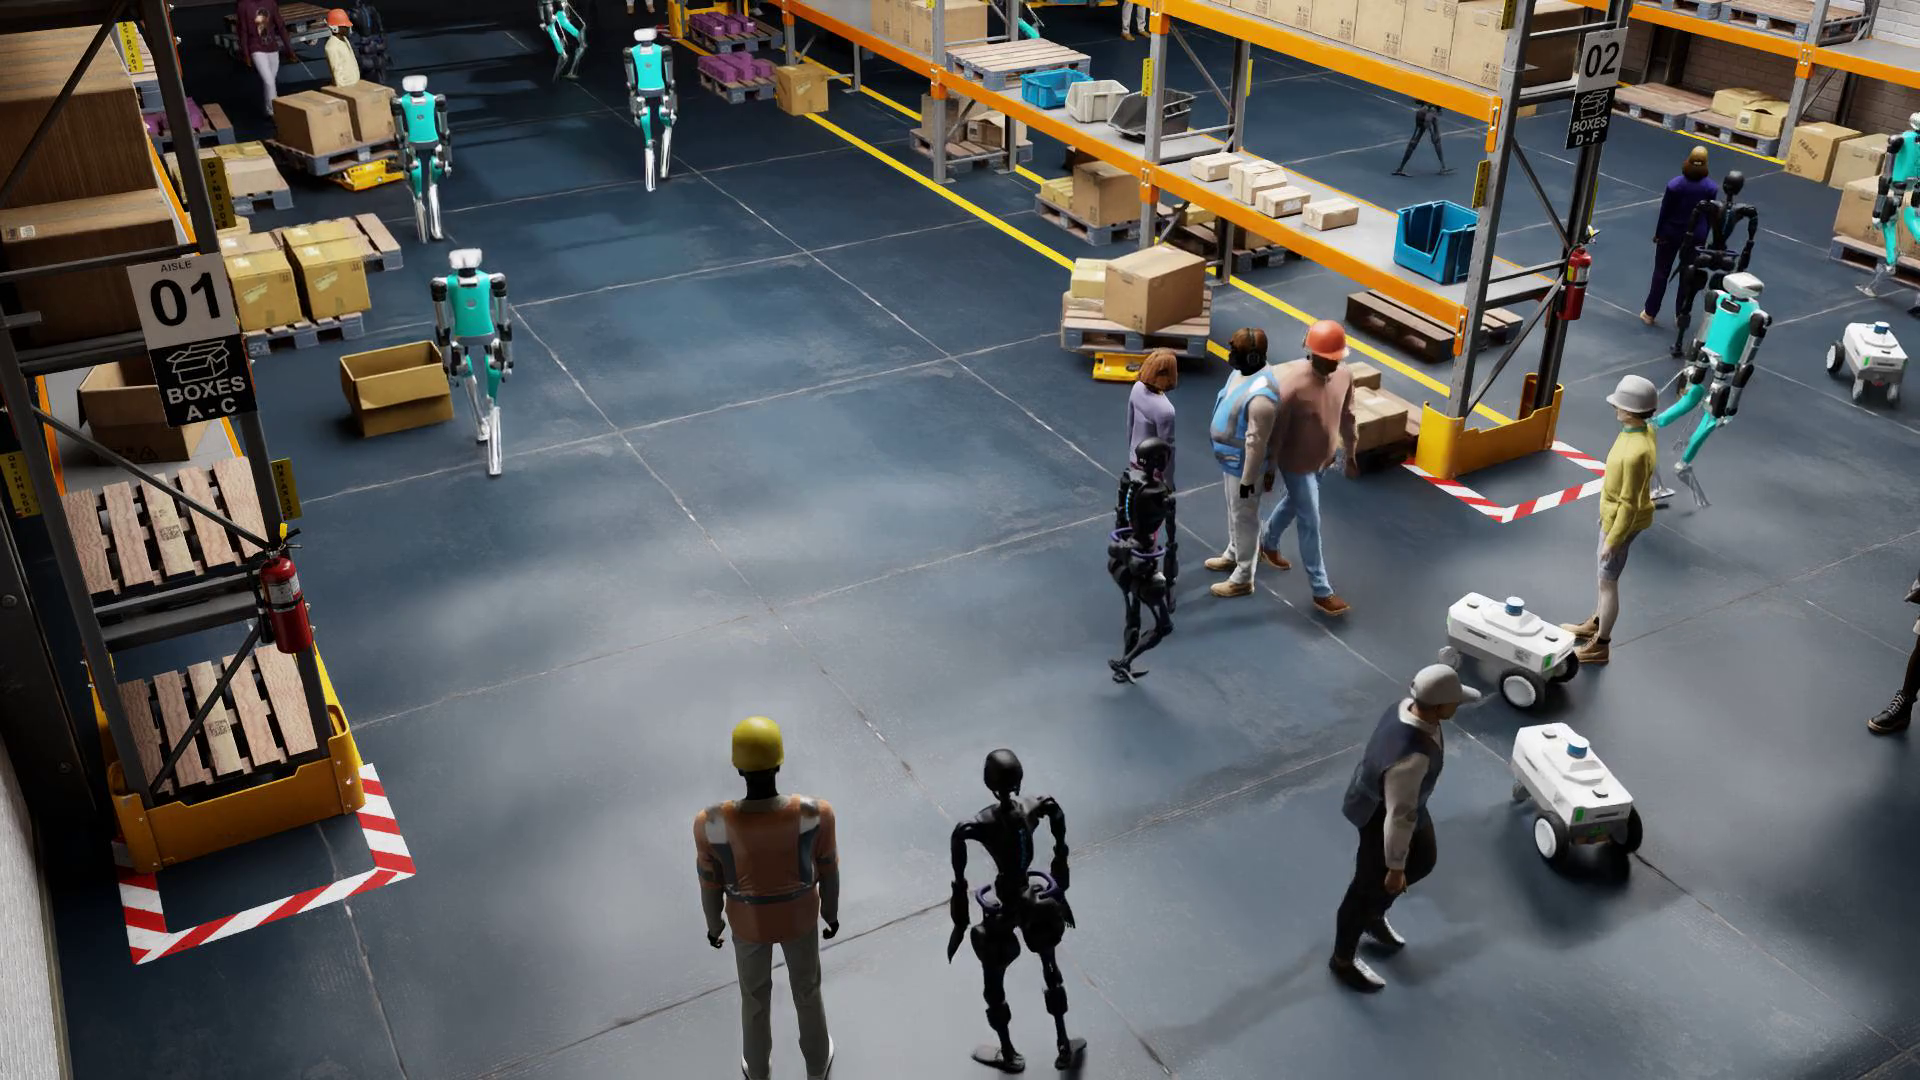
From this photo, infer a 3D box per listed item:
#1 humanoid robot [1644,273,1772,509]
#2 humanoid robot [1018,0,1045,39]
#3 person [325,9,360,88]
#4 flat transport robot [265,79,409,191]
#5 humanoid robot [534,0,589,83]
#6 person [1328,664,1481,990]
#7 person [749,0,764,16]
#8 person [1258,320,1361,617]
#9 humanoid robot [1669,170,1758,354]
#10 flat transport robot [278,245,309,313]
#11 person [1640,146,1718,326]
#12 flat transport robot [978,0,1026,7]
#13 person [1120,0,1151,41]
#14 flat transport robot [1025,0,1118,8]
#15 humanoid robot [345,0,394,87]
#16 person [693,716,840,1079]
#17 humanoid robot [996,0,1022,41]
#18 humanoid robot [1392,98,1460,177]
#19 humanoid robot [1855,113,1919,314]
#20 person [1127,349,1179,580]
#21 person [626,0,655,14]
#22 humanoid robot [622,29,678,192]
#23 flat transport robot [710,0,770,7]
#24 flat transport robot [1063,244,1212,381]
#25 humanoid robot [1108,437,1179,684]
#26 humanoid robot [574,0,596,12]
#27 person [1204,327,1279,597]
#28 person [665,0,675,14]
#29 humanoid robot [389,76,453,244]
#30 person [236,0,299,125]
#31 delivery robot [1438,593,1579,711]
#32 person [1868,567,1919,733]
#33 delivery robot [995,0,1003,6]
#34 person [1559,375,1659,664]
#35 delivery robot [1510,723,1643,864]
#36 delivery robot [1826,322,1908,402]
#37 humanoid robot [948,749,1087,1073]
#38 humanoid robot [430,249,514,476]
[{"bbox_3d":[5.115,-0.972,11.662,0.827,1.798,0.543,-11,32,-19],"label":"humanoid robot"},{"bbox_3d":[0.917,-7.133,22.384,0.796,1.802,0.531,-4,30,-7],"label":"humanoid robot"},{"bbox_3d":[-6.914,-5.117,18.828,0.342,1.747,0.571,-3,30,-5],"label":"person"},{"bbox_3d":[-6.973,-4.240,18.791,1.431,0.231,0.659,22,37,34],"label":"flat transport robot"},{"bbox_3d":[-5.216,-6.853,21.911,0.737,1.822,0.539,18,35,29],"label":"humanoid robot"},{"bbox_3d":[2.032,1.295,7.689,0.527,1.734,0.787,8,31,14],"label":"person"},{"bbox_3d":[-2.900,-8.979,25.522,0.822,1.788,0.536,3,30,4],"label":"person"},{"bbox_3d":[2.234,-0.527,10.659,0.649,1.954,0.999,-18,35,-29],"label":"person"},{"bbox_3d":[6.306,-2.281,13.971,0.587,1.635,0.431,10,31,16],"label":"humanoid robot"},{"bbox_3d":[-6.204,-2.475,15.718,0.659,0.231,1.431,-4,30,-7],"label":"flat transport robot"},{"bbox_3d":[6.386,-2.688,14.727,0.448,1.623,0.335,6,31,11],"label":"person"},{"bbox_3d":[0.847,-8.741,26.626,1.431,0.231,0.659,-7,31,-13],"label":"flat transport robot"},{"bbox_3d":[2.614,-8.224,24.109,0.560,1.888,0.398,-18,34,-28],"label":"person"},{"bbox_3d":[1.752,-8.642,26.453,1.431,0.231,0.659,-2,30,-4],"label":"flat transport robot"},{"bbox_3d":[-7.258,-5.989,20.489,0.780,1.611,0.613,20,35,30],"label":"humanoid robot"},{"bbox_3d":[-0.793,1.567,7.022,0.584,1.924,0.371,-5,30,-8],"label":"person"},{"bbox_3d":[0.692,-7.728,23.454,0.345,1.648,0.589,9,31,15],"label":"humanoid robot"},{"bbox_3d":[5.260,-4.819,18.406,0.714,1.630,0.599,11,32,19],"label":"humanoid robot"},{"bbox_3d":[8.636,-2.878,14.977,0.530,1.777,0.995,-3,30,-6],"label":"humanoid robot"},{"bbox_3d":[1.253,-0.485,10.882,0.267,1.631,0.505,-12,32,-19],"label":"person"},{"bbox_3d":[-5.002,-9.084,25.642,0.625,1.846,0.429,-8,31,-14],"label":"person"},{"bbox_3d":[-3.340,-4.722,18.180,0.541,1.793,0.849,-3,30,-6],"label":"humanoid robot"},{"bbox_3d":[-3.262,-8.685,26.528,1.431,0.231,0.659,-8,31,-13],"label":"flat transport robot"},{"bbox_3d":[1.543,-1.733,14.426,0.659,0.231,1.431,5,30,8],"label":"flat transport robot"},{"bbox_3d":[1.034,0.144,9.749,0.409,1.648,0.585,-17,34,-27],"label":"humanoid robot"},{"bbox_3d":[-5.813,-9.009,25.688,0.613,1.647,0.434,0,30,-1],"label":"humanoid robot"},{"bbox_3d":[1.816,-0.515,10.738,0.429,1.836,0.627,-1,30,-1],"label":"person"},{"bbox_3d":[-4.475,-9.084,25.781,0.593,1.712,0.700,19,35,29],"label":"person"},{"bbox_3d":[-5.311,-3.745,16.538,0.540,1.843,0.804,-11,32,-18],"label":"humanoid robot"},{"bbox_3d":[-8.299,-5.875,19.993,0.942,1.896,0.522,22,37,33],"label":"person"},{"bbox_3d":[3.307,0.620,10.032,0.777,0.583,0.499,26,39,38],"label":"delivery robot"},{"bbox_3d":[5.573,0.299,9.189,0.367,1.965,0.606,-20,35,-30],"label":"person"},{"bbox_3d":[0.395,-8.771,26.360,0.739,0.564,0.499,-9,31,-15],"label":"delivery robot"},{"bbox_3d":[3.938,-0.108,9.976,0.399,1.887,0.472,10,31,17],"label":"person"},{"bbox_3d":[3.246,1.328,8.817,0.507,0.601,0.773,-6,30,-11],"label":"delivery robot"},{"bbox_3d":[7.551,-1.520,13.766,0.499,0.592,0.774,6,30,11],"label":"delivery robot"},{"bbox_3d":[0.266,1.642,7.145,0.609,1.647,0.462,-13,32,-21],"label":"humanoid robot"},{"bbox_3d":[-3.611,-1.417,12.449,0.538,1.772,1.021,-8,31,-14],"label":"humanoid robot"}]
